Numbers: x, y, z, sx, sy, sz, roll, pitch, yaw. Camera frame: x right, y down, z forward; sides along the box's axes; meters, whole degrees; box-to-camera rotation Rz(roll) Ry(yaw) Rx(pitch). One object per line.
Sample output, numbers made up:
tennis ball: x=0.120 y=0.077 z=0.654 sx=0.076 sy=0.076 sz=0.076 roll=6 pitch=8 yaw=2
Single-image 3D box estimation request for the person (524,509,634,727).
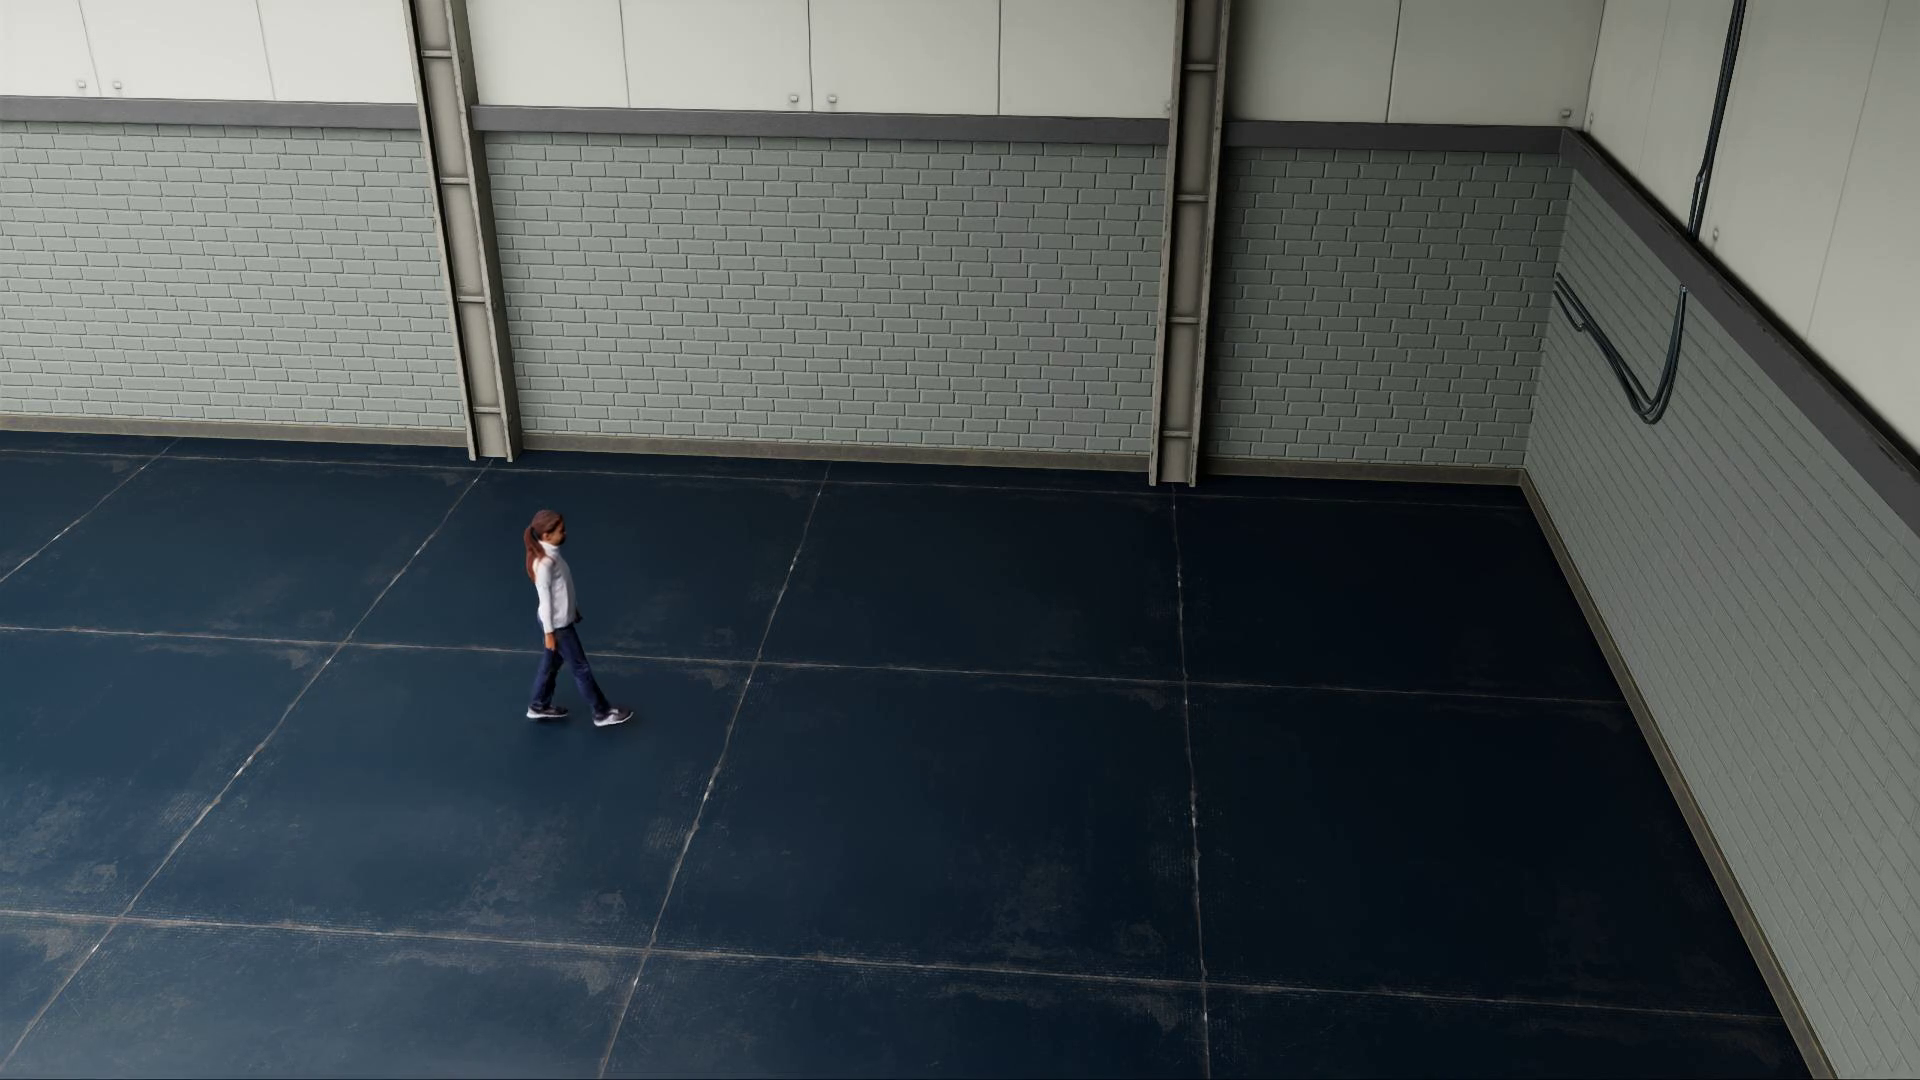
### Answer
person: x=-2.653 y=0.523 z=10.673 sx=0.963 sy=1.528 sz=0.653 roll=-2 pitch=27 yaw=-5
